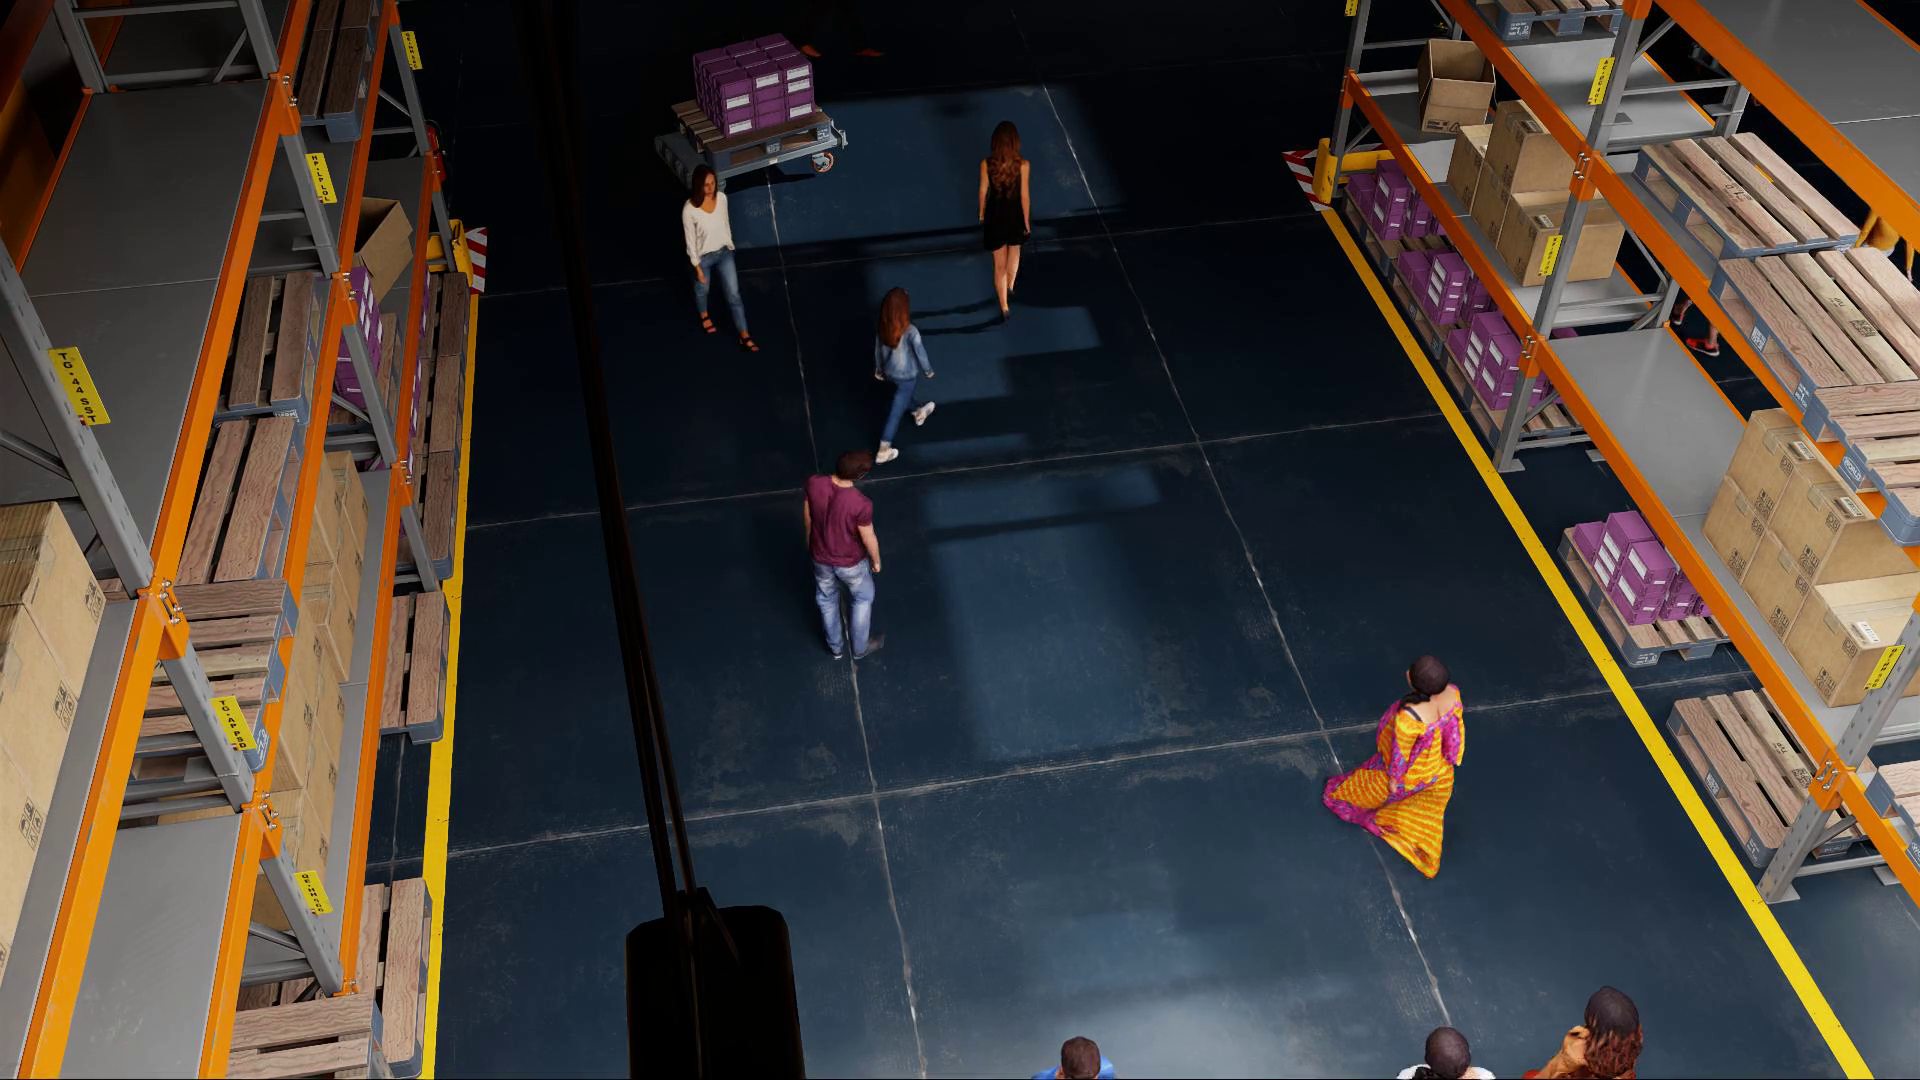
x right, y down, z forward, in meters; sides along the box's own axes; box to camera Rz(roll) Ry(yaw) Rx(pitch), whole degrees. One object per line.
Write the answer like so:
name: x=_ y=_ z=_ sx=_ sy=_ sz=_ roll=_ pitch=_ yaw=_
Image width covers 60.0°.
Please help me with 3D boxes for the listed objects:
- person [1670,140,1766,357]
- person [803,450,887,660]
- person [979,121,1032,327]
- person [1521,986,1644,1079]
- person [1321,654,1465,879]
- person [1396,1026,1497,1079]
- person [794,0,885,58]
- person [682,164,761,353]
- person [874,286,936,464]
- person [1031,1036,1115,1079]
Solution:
person: x=6.264 y=-2.324 z=13.459 sx=0.959 sy=1.817 sz=1.115 roll=-22 pitch=48 yaw=-21
person: x=-0.807 y=0.077 z=10.940 sx=0.751 sy=1.814 sz=0.719 roll=3 pitch=44 yaw=3
person: x=0.359 y=-2.544 z=13.688 sx=0.704 sy=1.819 sz=0.816 roll=3 pitch=44 yaw=3
person: x=3.092 y=2.801 z=8.159 sx=0.771 sy=1.706 sz=0.765 roll=-14 pitch=45 yaw=-15
person: x=2.699 y=1.317 z=9.760 sx=0.942 sy=1.647 sz=1.208 roll=-23 pitch=48 yaw=-22
person: x=2.275 y=2.941 z=8.042 sx=0.657 sy=1.664 sz=0.899 roll=-6 pitch=44 yaw=-6
person: x=-1.416 y=-5.778 z=17.123 sx=1.158 sy=1.763 sz=1.221 roll=16 pitch=46 yaw=16
person: x=-2.094 y=-2.346 z=13.604 sx=0.892 sy=1.648 sz=1.122 roll=-25 pitch=49 yaw=-24
person: x=-0.493 y=-1.215 z=12.567 sx=1.009 sy=1.442 sz=1.025 roll=29 pitch=51 yaw=27
person: x=0.494 y=2.880 z=7.959 sx=0.679 sy=1.867 sz=0.663 roll=-20 pitch=47 yaw=-20
